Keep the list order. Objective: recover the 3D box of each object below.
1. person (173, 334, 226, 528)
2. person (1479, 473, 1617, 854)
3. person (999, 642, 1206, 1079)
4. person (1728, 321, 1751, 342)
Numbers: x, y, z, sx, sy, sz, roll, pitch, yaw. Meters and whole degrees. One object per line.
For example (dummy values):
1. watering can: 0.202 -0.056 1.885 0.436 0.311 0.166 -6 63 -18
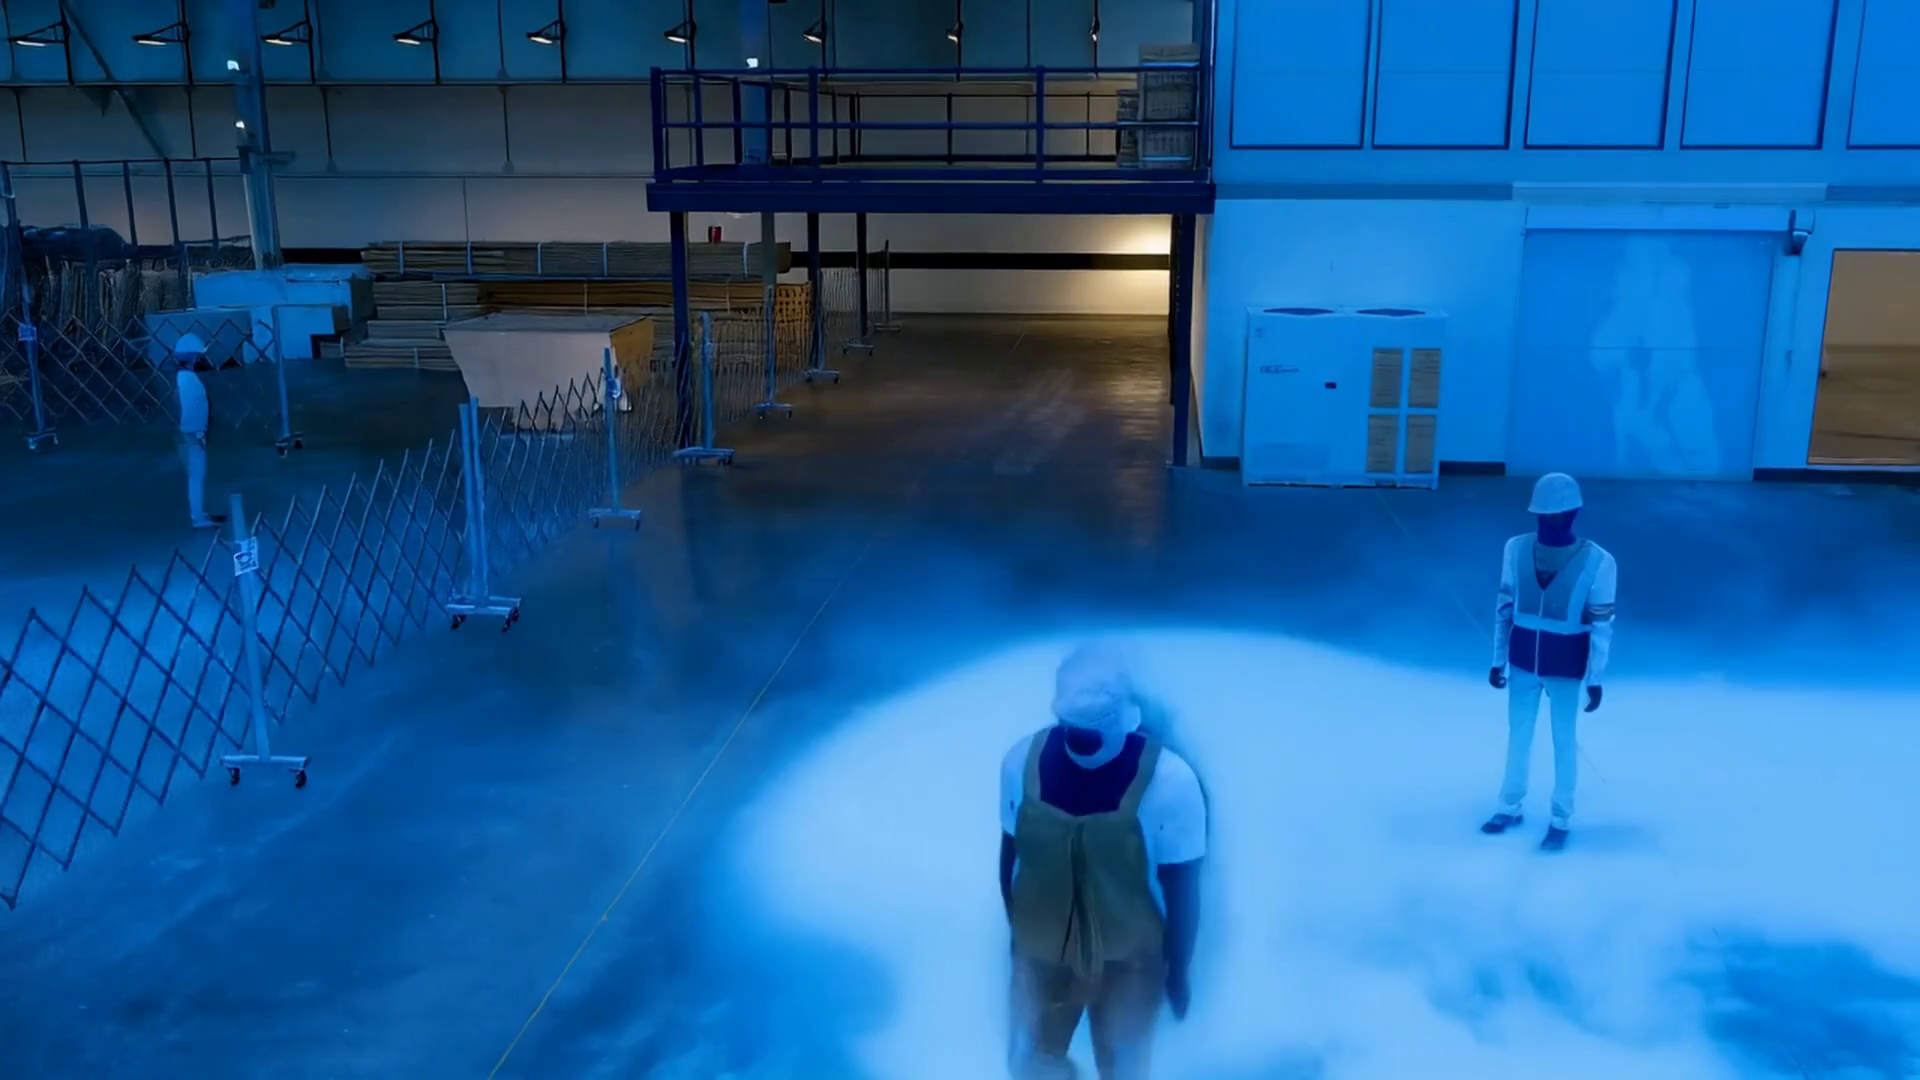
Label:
1. person: -6.956 -0.997 15.186 0.311 1.768 0.532 -7 15 -26
2. person: 2.921 0.608 8.289 0.594 1.925 0.378 13 19 42
3. person: 0.415 1.281 5.304 0.693 2.000 0.536 5 15 20
4. person: 11.778 -3.473 25.038 0.435 1.895 0.659 11 17 37
